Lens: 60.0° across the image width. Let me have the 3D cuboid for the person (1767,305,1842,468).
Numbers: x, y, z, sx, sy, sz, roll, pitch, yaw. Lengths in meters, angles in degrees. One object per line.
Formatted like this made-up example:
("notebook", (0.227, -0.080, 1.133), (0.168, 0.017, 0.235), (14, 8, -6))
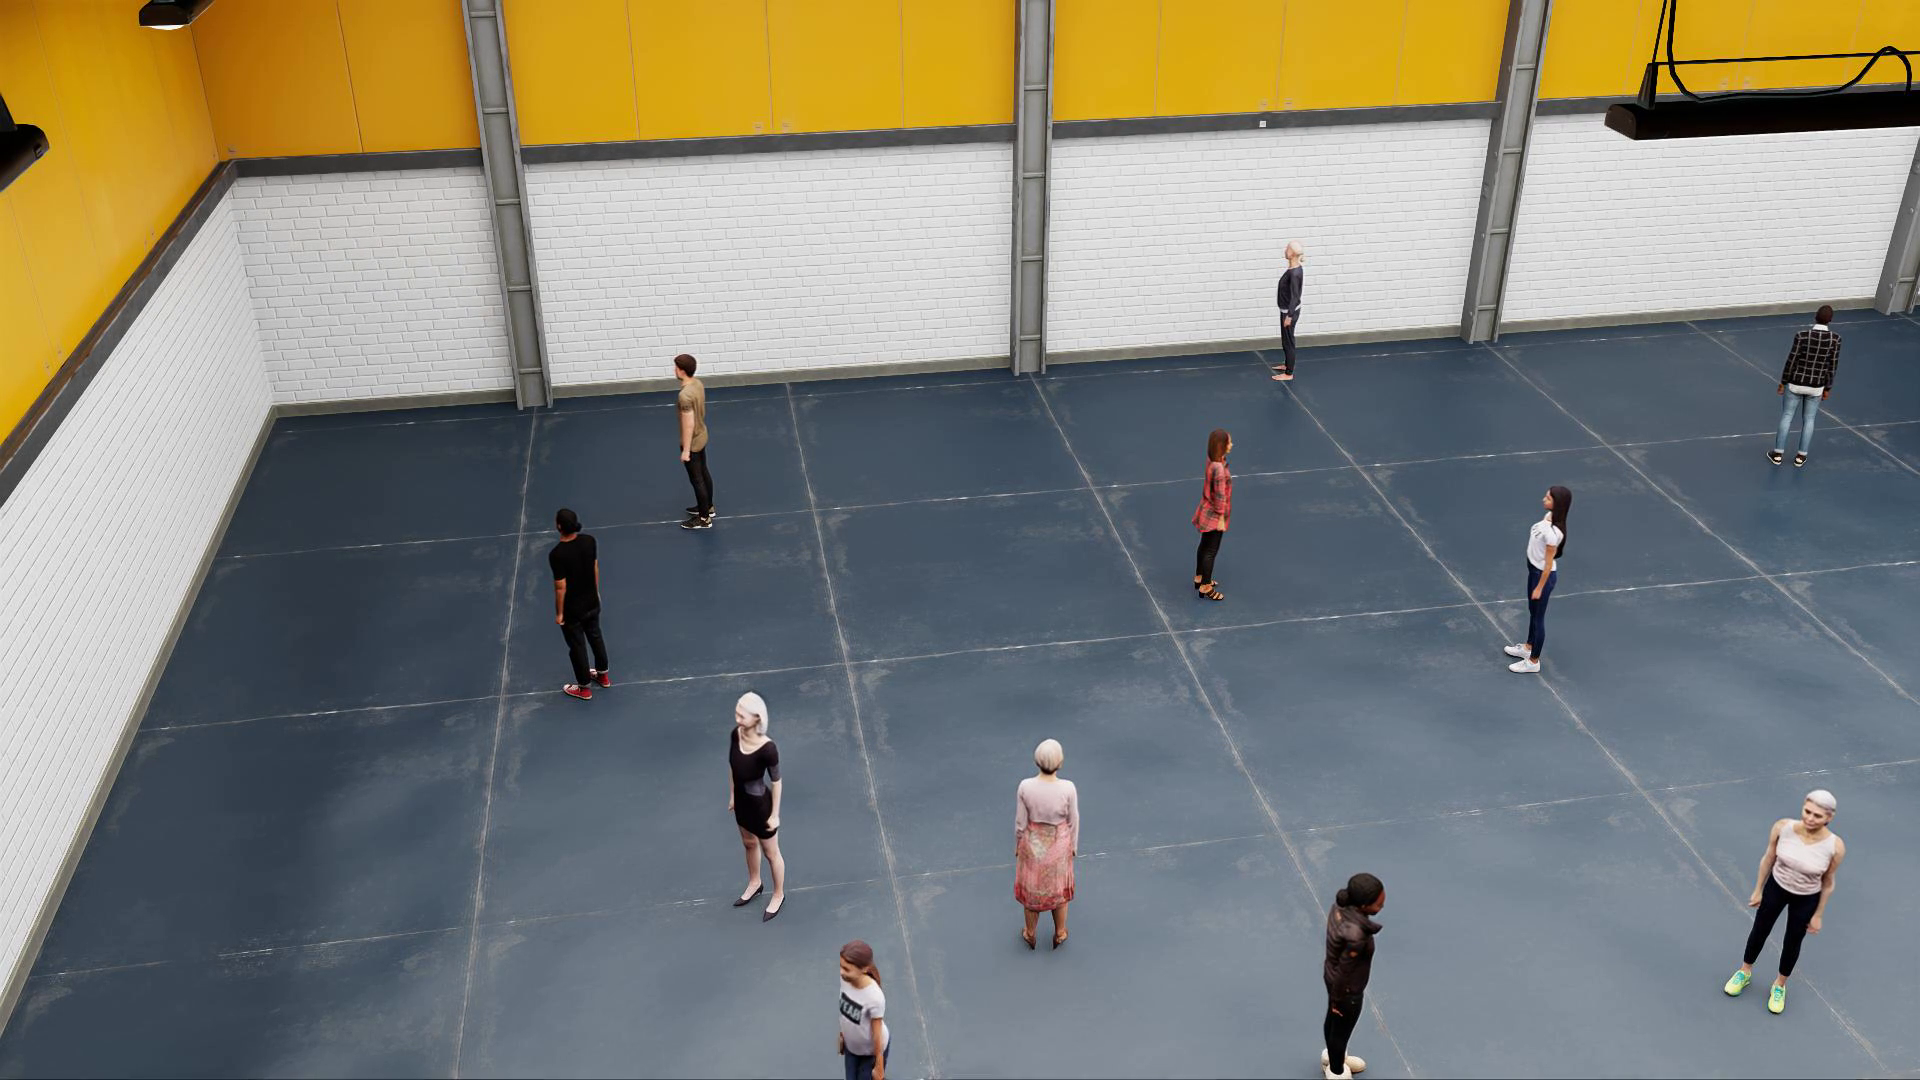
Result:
("person", (9.168, -1.678, 18.031), (0.657, 1.820, 0.810), (8, 30, 14))

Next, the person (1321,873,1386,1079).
("person", (2.341, 2.705, 10.162), (0.604, 1.661, 0.656), (-5, 29, -8))

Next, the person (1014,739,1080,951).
("person", (0.587, 2.079, 11.276), (0.562, 1.692, 0.693), (1, 29, 2))

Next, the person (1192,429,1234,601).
("person", (2.373, -0.256, 15.547), (0.580, 1.703, 0.638), (-2, 29, -3))

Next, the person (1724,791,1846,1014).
("person", (5.411, 2.320, 10.826), (0.679, 1.701, 0.727), (21, 35, 33))

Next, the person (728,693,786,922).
("person", (-1.416, 1.845, 11.563), (0.659, 1.829, 0.709), (20, 35, 32))

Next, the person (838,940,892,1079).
("person", (-0.508, 2.956, 9.822), (0.833, 1.545, 0.734), (-23, 36, -35))

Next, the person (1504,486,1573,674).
("person", (5.045, 0.329, 14.398), (0.639, 1.775, 0.654), (6, 29, 11))

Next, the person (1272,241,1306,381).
("person", (4.008, -2.804, 20.193), (0.645, 1.726, 0.679), (5, 29, 10))

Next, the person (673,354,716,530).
("person", (-2.687, -1.005, 16.764), (0.652, 1.851, 0.719), (2, 29, 4))

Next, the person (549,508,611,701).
("person", (-3.229, 0.526, 14.055), (0.764, 1.757, 0.704), (19, 34, 30))
